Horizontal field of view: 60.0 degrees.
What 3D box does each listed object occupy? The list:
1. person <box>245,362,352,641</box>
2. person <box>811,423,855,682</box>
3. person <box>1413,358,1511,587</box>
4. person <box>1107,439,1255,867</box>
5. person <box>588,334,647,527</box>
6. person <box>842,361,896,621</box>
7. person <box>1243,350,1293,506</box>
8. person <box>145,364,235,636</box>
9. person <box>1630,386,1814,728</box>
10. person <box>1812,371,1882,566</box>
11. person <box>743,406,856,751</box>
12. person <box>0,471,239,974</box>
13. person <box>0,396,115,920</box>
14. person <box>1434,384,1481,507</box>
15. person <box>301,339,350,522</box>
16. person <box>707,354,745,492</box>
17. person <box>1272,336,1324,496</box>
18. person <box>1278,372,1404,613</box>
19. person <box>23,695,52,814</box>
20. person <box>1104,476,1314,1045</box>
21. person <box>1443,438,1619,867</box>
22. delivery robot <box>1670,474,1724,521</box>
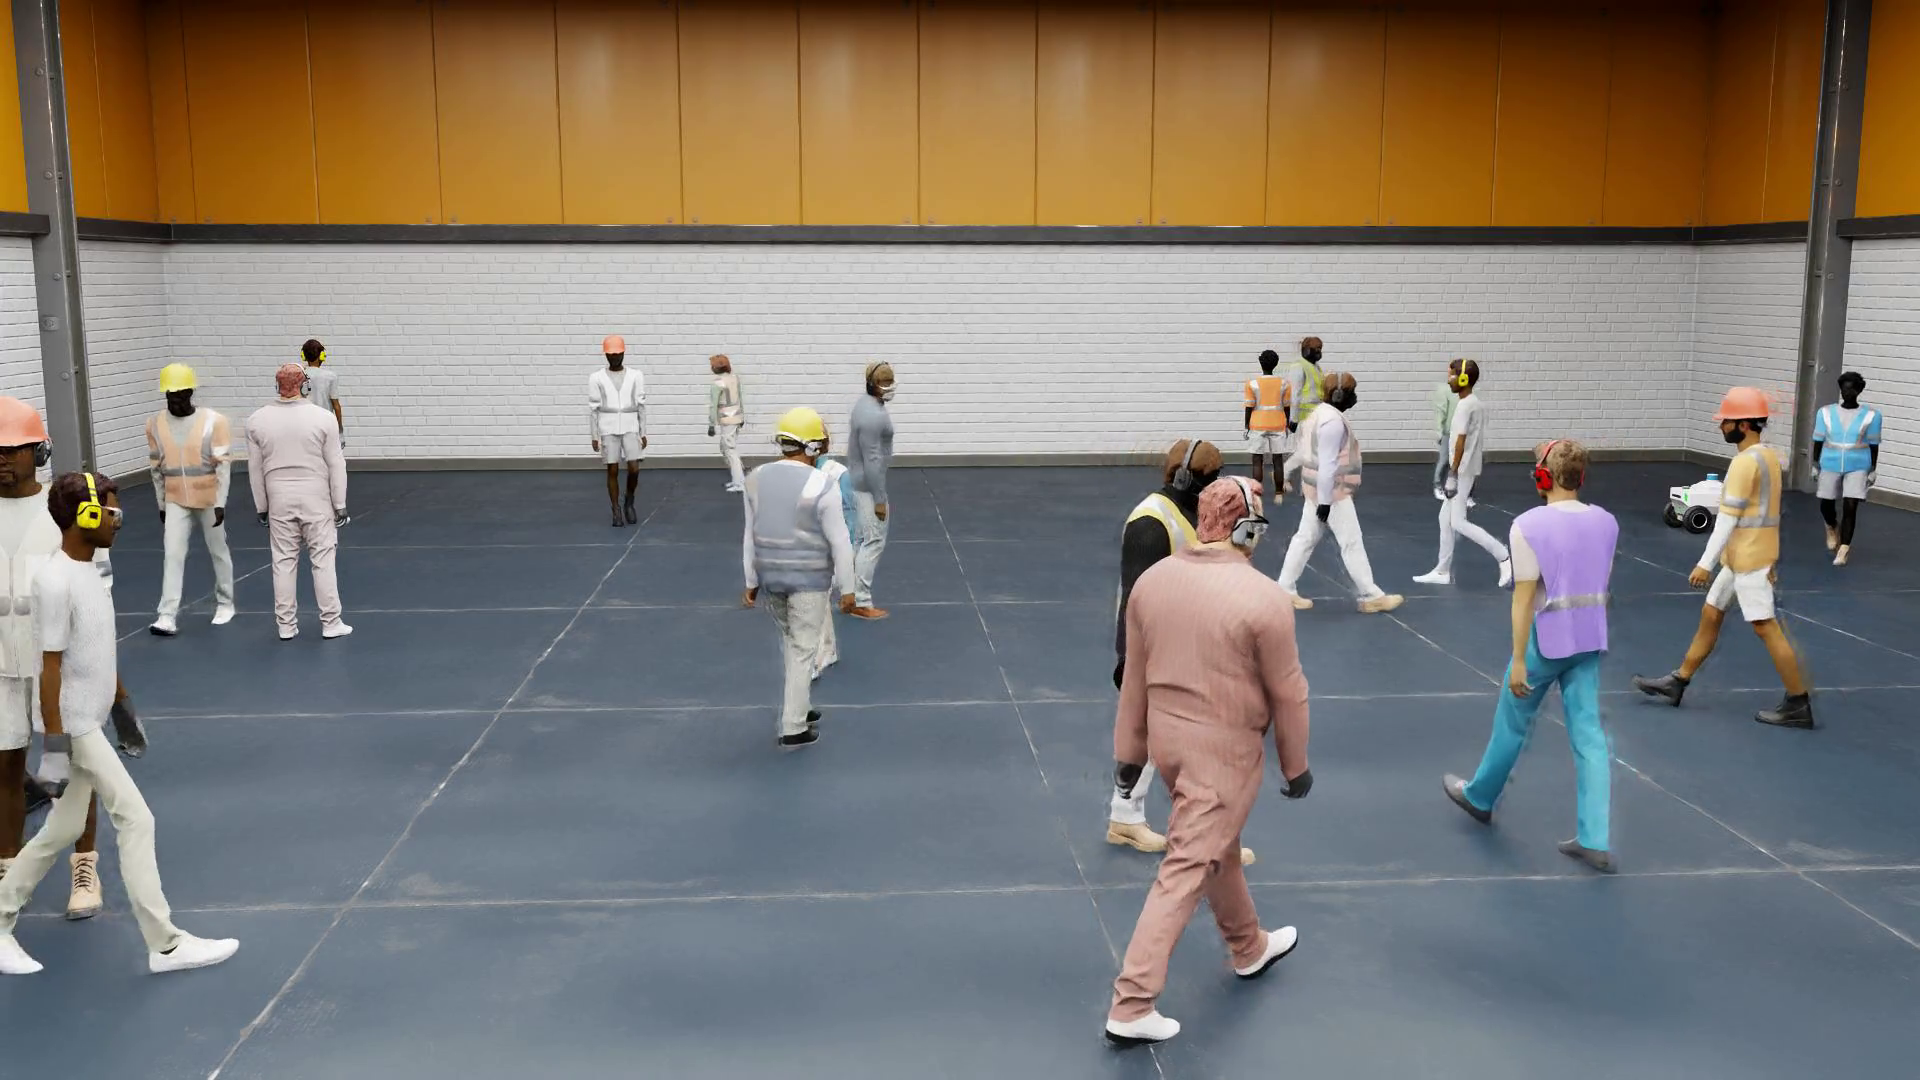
[{"bbox_3d":[-4.509,-0.258,11.395,0.638,1.909,0.408,-1,9,-4],"label":"person"},{"bbox_3d":[-0.960,0.068,10.305,0.529,1.606,0.783,5,10,29],"label":"person"},{"bbox_3d":[4.074,-0.525,13.280,0.759,1.847,0.530,3,10,21],"label":"person"},{"bbox_3d":[0.993,0.480,7.071,0.827,1.806,0.641,5,10,27],"label":"person"},{"bbox_3d":[-3.393,-1.079,16.502,0.565,1.919,0.431,-3,9,-16],"label":"person"},{"bbox_3d":[-0.667,-0.363,12.122,0.410,1.889,0.825,-1,9,-7],"label":"person"},{"bbox_3d":[3.326,-1.207,18.015,0.532,1.697,0.319,-1,9,-4],"label":"person"},{"bbox_3d":[-5.369,-0.277,11.591,0.598,1.882,0.970,-1,9,-4],"label":"person"},{"bbox_3d":[4.349,0.090,9.317,1.009,1.884,0.540,6,11,34],"label":"person"},{"bbox_3d":[7.718,-0.639,14.489,0.539,1.682,0.637,7,11,36],"label":"person"},{"bbox_3d":[-0.803,0.191,8.887,0.621,1.806,0.691,5,11,31],"label":"person"},{"bbox_3d":[-3.153,0.667,5.926,0.896,1.828,0.560,-3,10,-20],"label":"person"},{"bbox_3d":[-3.585,0.468,6.412,0.605,2.045,0.377,-2,9,-13],"label":"person"},{"bbox_3d":[5.446,-1.196,18.284,0.509,1.591,0.849,-1,9,-6],"label":"person"},{"bbox_3d":[-6.426,-1.076,16.674,0.512,1.864,0.329,-1,9,-4],"label":"person"},{"bbox_3d":[-2.662,-1.335,19.121,0.389,1.600,0.593,3,9,18],"label":"person"},{"bbox_3d":[3.867,-1.379,18.693,0.498,1.824,0.647,6,11,32],"label":"person"},{"bbox_3d":[2.790,-0.349,12.335,0.952,1.791,0.649,1,9,3],"label":"person"},{"bbox_3d":[-4.251,0.393,7.370,0.556,1.896,0.942,-1,9,-5],"label":"person"},{"bbox_3d":[0.843,0.709,5.533,1.038,1.845,0.634,-6,11,-34],"label":"person"},{"bbox_3d":[2.555,0.454,7.264,0.592,1.790,0.968,-3,10,-21],"label":"person"},{"bbox_3d":[7.341,-0.404,16.253,0.707,0.478,0.477,-1,9,-4],"label":"delivery robot"}]
